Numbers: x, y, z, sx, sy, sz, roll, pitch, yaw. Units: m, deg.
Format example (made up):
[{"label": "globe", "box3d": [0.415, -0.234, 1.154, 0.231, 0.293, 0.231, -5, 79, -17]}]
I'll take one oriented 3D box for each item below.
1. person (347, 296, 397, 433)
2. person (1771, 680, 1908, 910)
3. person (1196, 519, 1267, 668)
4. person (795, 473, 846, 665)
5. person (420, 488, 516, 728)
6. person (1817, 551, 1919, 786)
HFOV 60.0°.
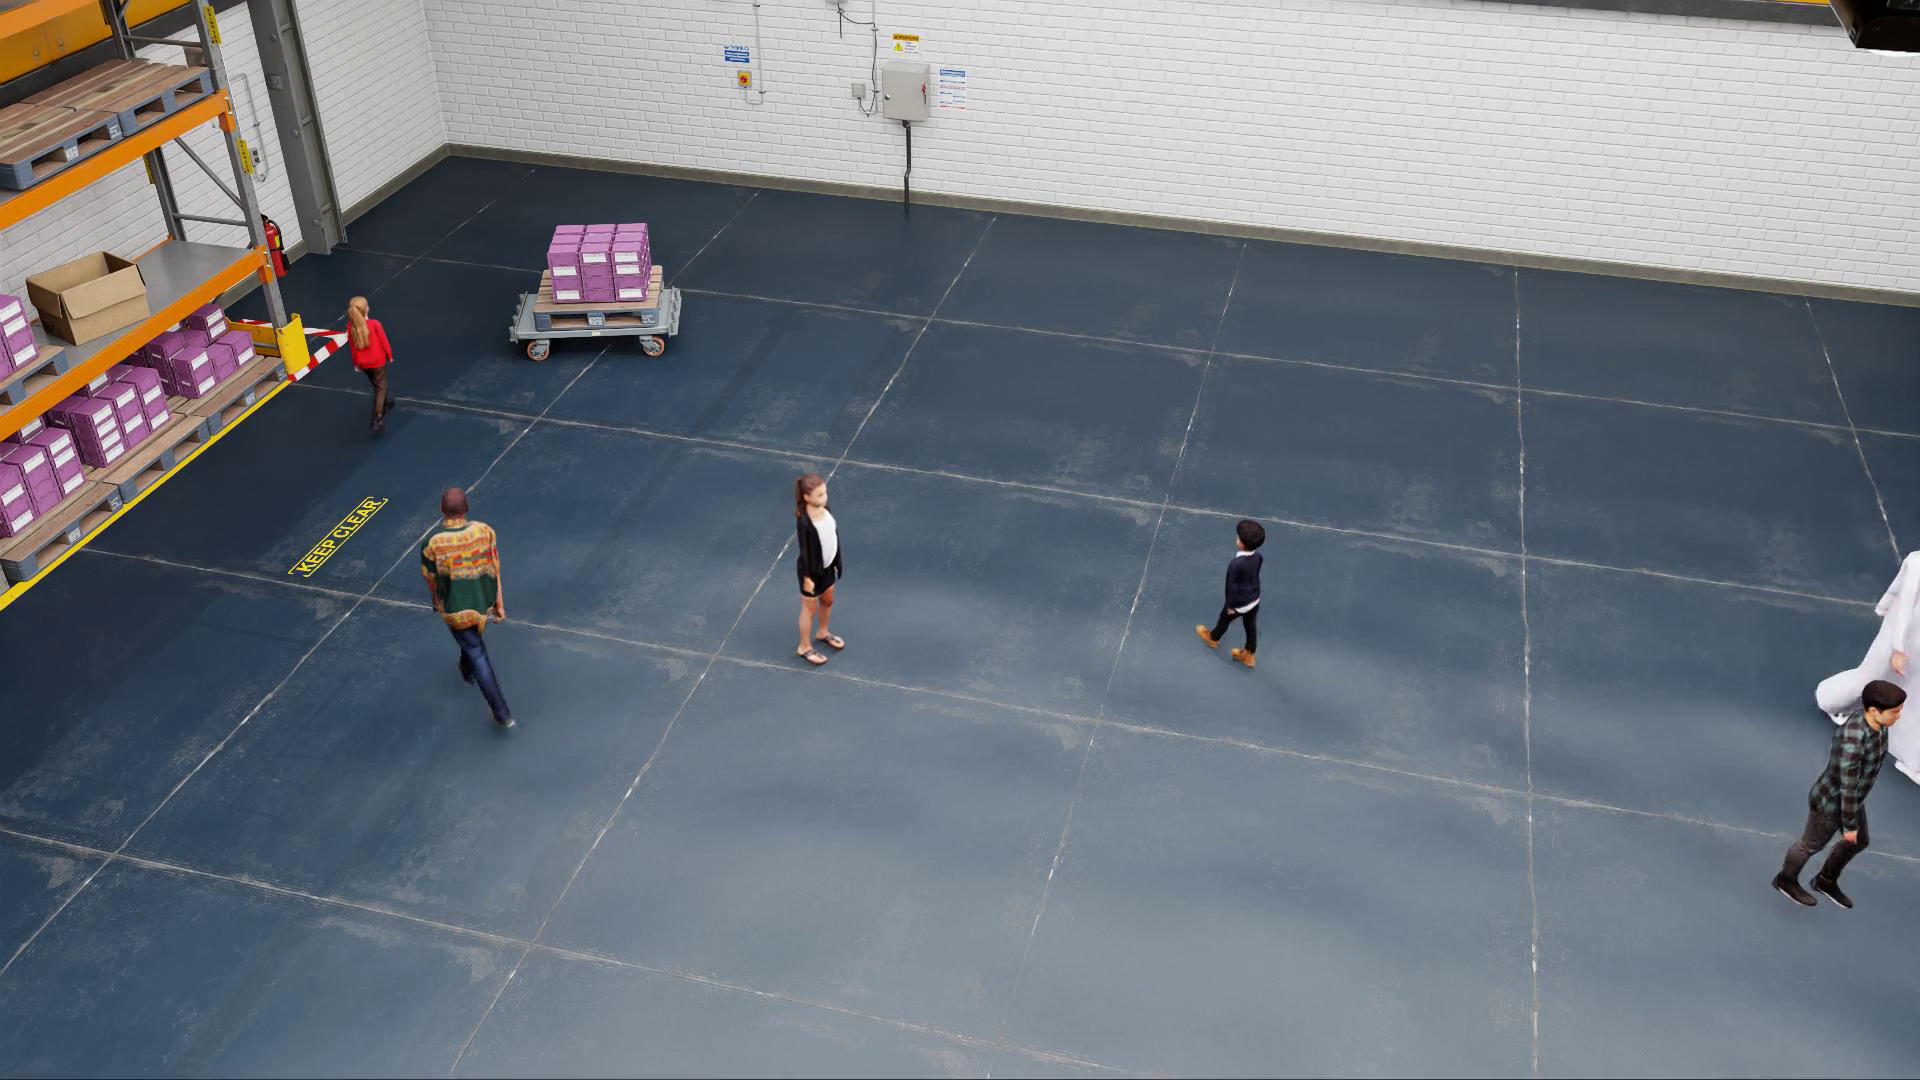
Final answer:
[{"label": "person", "box3d": [-5.392, -1.596, 15.220, 0.551, 1.263, 0.915, 5, 34, 7]}, {"label": "person", "box3d": [5.205, 1.494, 9.942, 0.813, 1.700, 0.863, -24, 40, -31]}, {"label": "person", "box3d": [2.127, 0.422, 12.235, 0.778, 1.206, 0.811, -22, 40, -30]}, {"label": "person", "box3d": [-1.065, 0.183, 12.283, 0.661, 1.552, 0.569, 22, 39, 29]}, {"label": "person", "box3d": [-3.402, 0.516, 11.592, 1.232, 1.762, 1.209, -22, 40, -30]}, {"label": "person", "box3d": [6.375, 0.644, 11.287, 1.043, 1.885, 1.352, -6, 34, -9]}]
